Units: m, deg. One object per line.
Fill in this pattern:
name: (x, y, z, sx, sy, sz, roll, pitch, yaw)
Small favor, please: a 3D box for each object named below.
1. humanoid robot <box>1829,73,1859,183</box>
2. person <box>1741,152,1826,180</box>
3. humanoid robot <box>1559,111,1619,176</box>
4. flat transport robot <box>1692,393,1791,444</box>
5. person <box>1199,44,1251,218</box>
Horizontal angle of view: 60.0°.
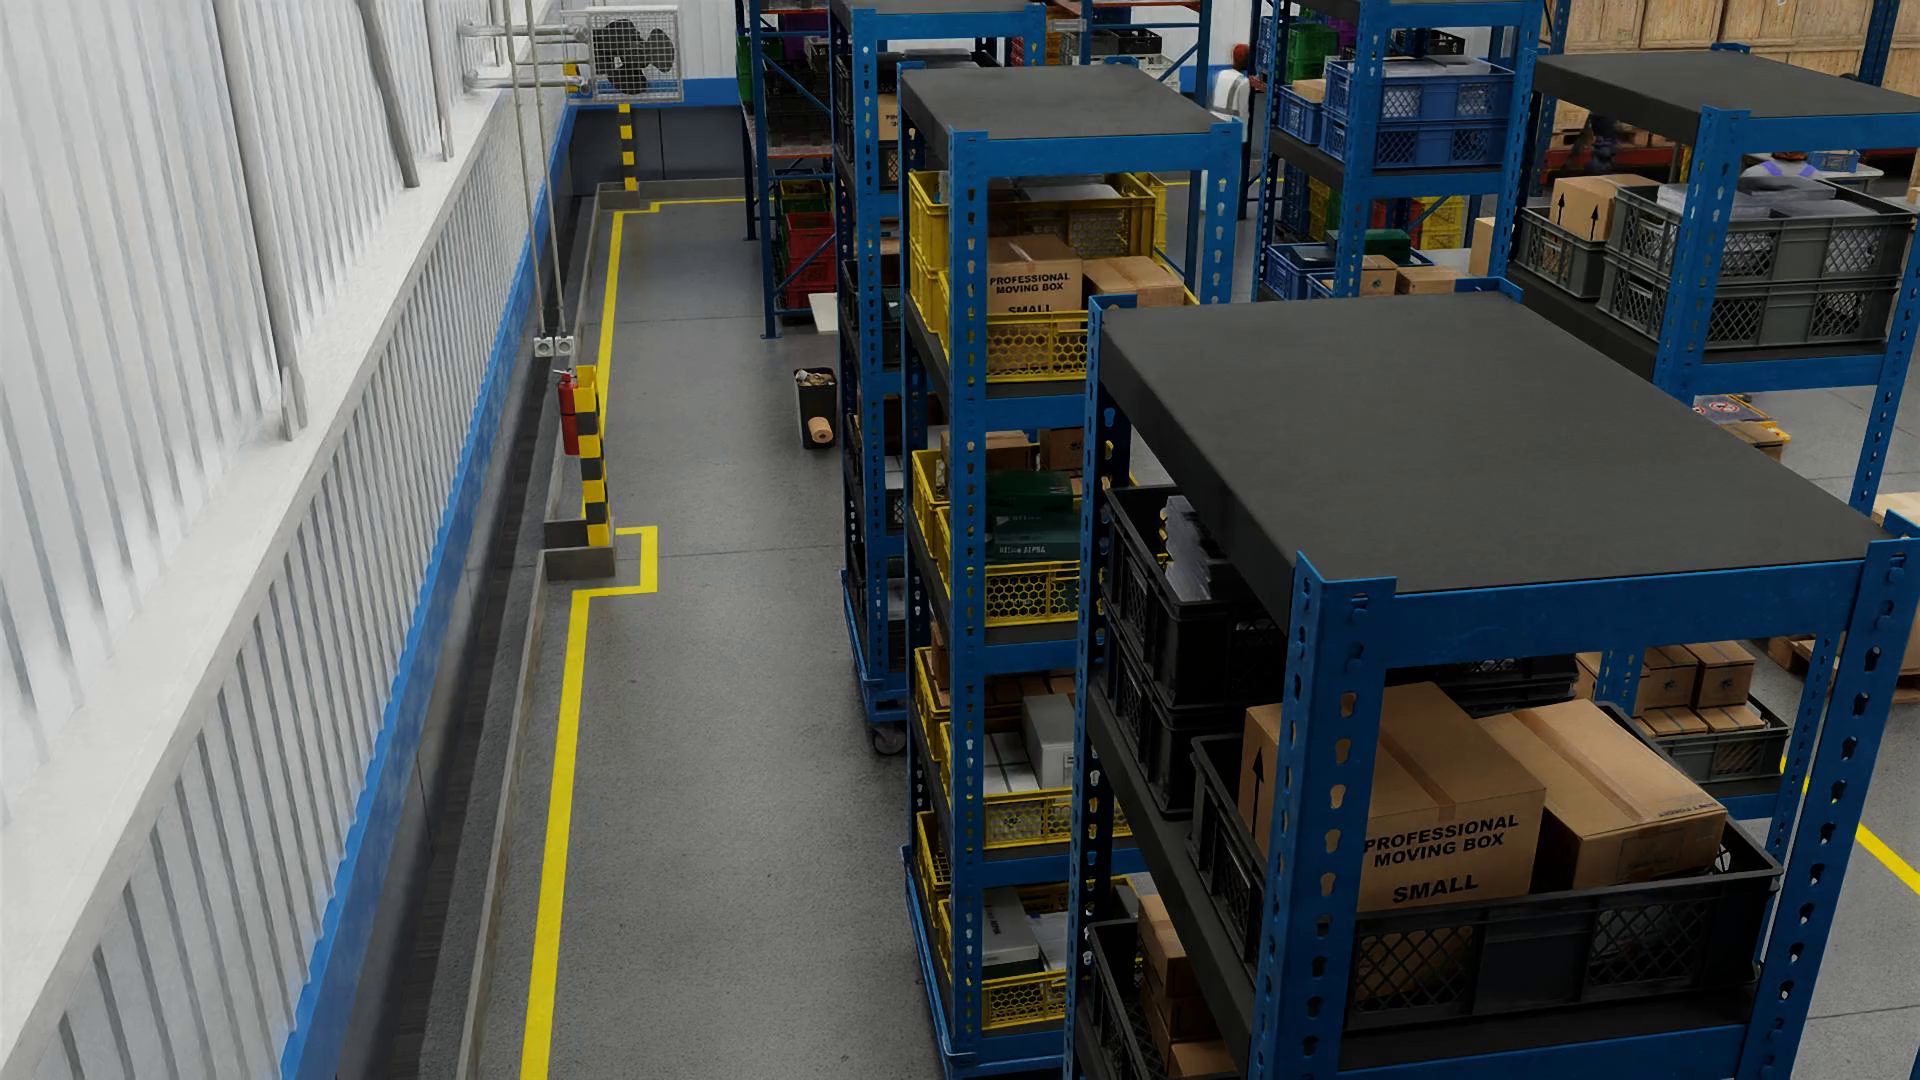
humanoid robot: (9.074, -4.005, 17.298, 0.589, 1.660, 0.327, -15, 29, -30)
person: (6.443, -2.356, 13.303, 0.679, 2.000, 0.536, 3, 25, 6)
humanoid robot: (6.568, -3.980, 17.295, 0.696, 1.632, 0.576, 22, 33, 39)
flat transport robot: (5.224, -0.859, 12.132, 1.431, 0.197, 0.652, -4, 25, -8)
person: (2.919, -4.389, 17.952, 0.571, 1.854, 0.574, -14, 28, -27)
